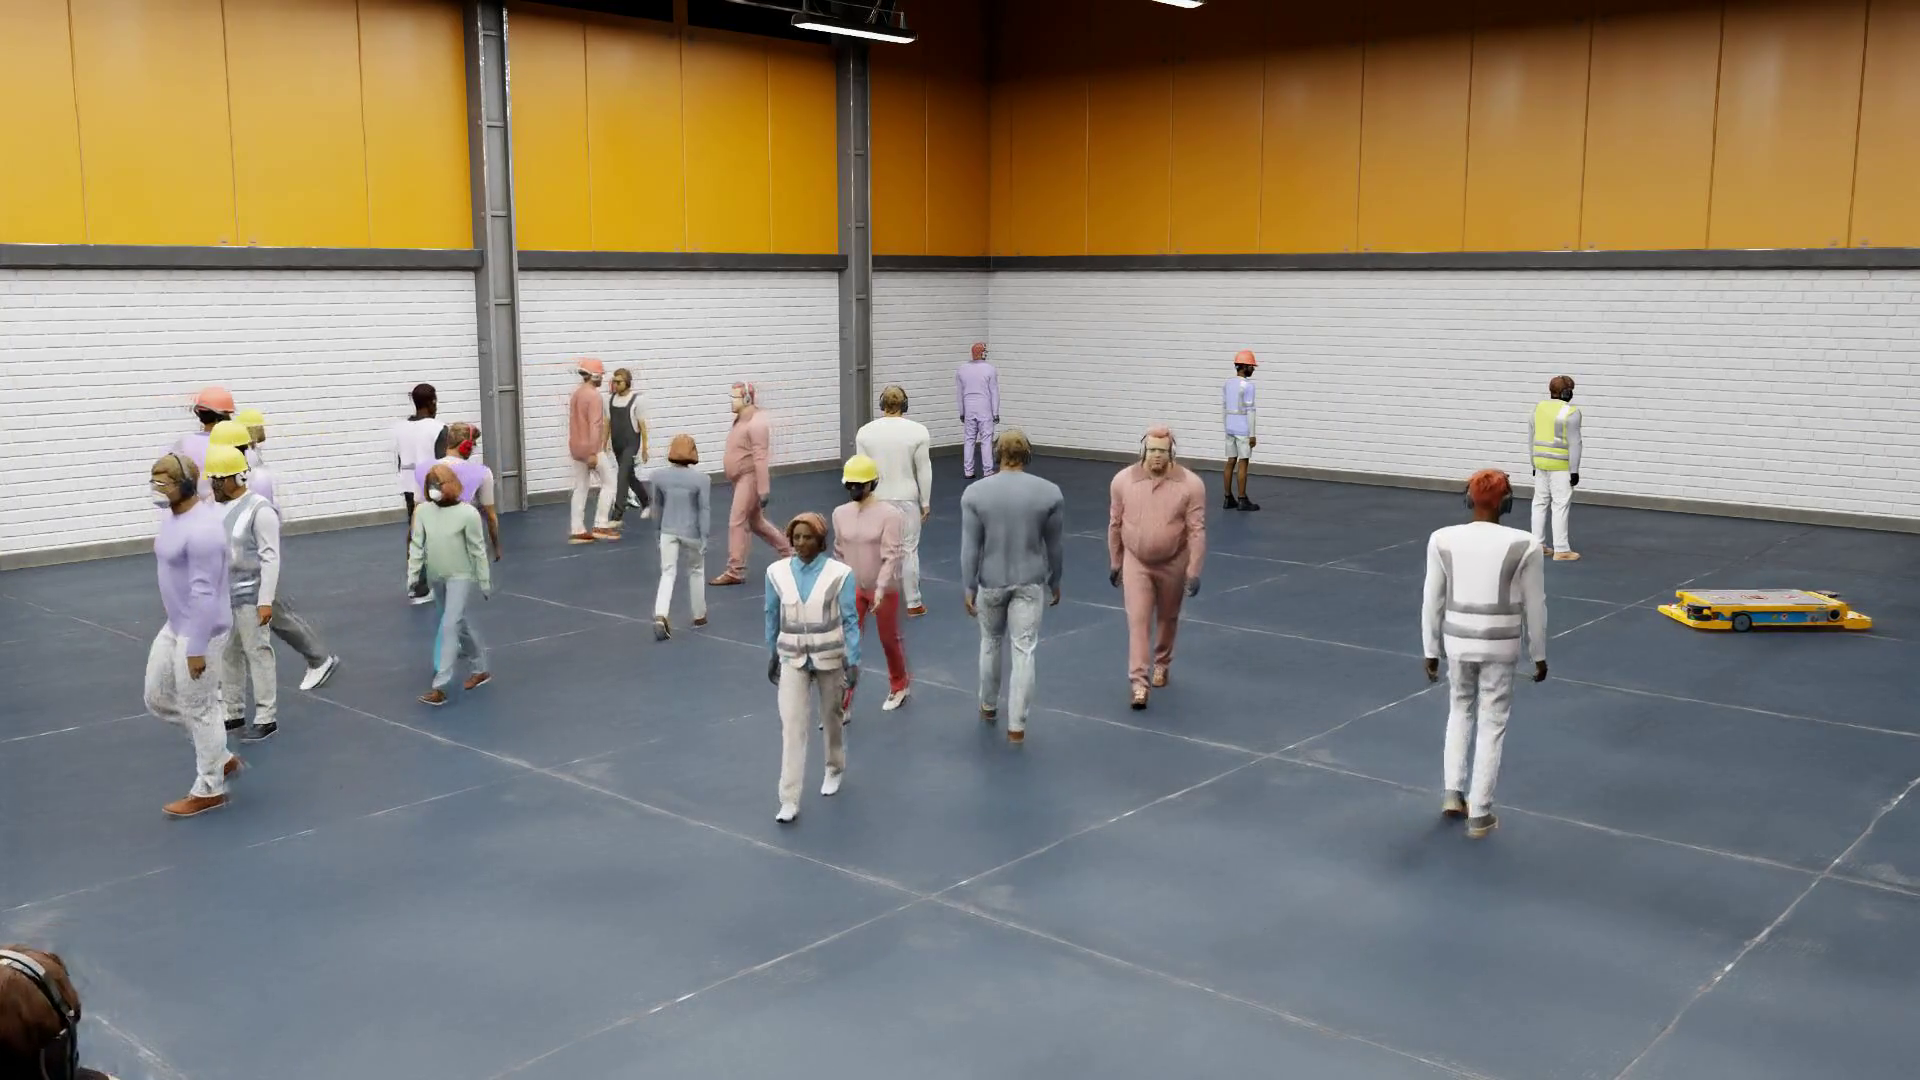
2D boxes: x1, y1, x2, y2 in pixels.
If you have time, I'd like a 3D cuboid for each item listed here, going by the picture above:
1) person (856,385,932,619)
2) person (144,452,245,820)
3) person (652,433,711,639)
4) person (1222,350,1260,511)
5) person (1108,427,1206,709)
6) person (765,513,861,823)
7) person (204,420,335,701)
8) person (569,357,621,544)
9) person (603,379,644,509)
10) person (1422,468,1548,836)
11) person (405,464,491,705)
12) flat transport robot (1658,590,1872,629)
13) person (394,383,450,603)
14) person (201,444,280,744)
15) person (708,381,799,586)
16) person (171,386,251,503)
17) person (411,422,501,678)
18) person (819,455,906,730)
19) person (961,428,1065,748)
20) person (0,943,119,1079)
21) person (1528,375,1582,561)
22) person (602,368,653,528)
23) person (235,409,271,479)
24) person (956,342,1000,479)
[{"bbox_3d":[-0.539,-0.310,13.721,0.627,1.941,0.372,2,9,10],"label":"person"},{"bbox_3d":[-4.010,0.499,8.655,0.420,1.928,0.659,-8,12,-40],"label":"person"},{"bbox_3d":[-2.205,-0.044,13.112,0.499,1.602,0.809,1,9,6],"label":"person"},{"bbox_3d":[3.396,-1.319,20.081,0.376,1.933,0.544,-5,10,-28],"label":"person"},{"bbox_3d":[1.312,0.155,11.120,0.651,1.847,1.055,1,9,8],"label":"person"},{"bbox_3d":[-0.783,0.645,8.800,0.533,1.588,0.853,1,9,8],"label":"person"},{"bbox_3d":[-4.703,0.126,11.153,0.587,1.892,0.896,7,11,37],"label":"person"},{"bbox_3d":[-3.894,-0.944,17.611,0.656,1.962,0.637,-8,12,-41],"label":"person"},{"bbox_3d":[-4.050,-1.161,20.028,0.532,1.621,0.412,4,10,26],"label":"person"},{"bbox_3d":[2.679,0.562,8.491,0.588,1.868,0.523,6,11,34],"label":"person"},{"bbox_3d":[-3.424,0.280,11.122,0.488,1.581,0.841,4,10,23],"label":"person"},{"bbox_3d":[6.515,0.558,13.493,1.431,0.197,0.652,0,9,-1],"label":"flat transport robot"},{"bbox_3d":[-4.584,-0.412,14.470,0.631,1.898,0.619,4,10,24],"label":"person"},{"bbox_3d":[-4.400,0.324,10.104,0.586,1.823,0.403,4,10,25],"label":"person"},{"bbox_3d":[-1.885,-0.531,15.305,0.871,1.882,0.657,-4,10,-21],"label":"person"},{"bbox_3d":[-5.425,-0.125,12.292,0.646,2.018,0.741,2,9,15],"label":"person"},{"bbox_3d":[-3.599,0.047,11.957,0.605,1.784,0.935,1,9,9],"label":"person"},{"bbox_3d":[-0.582,0.301,10.591,0.507,1.719,0.884,4,10,22],"label":"person"},{"bbox_3d":[0.327,0.263,10.243,0.638,1.896,0.952,0,9,1],"label":"person"},{"bbox_3d":[-1.480,1.498,2.745,0.637,1.820,0.677,1,9,6],"label":"person"},{"bbox_3d":[5.957,-0.722,16.613,0.430,1.845,0.624,-4,10,-25],"label":"person"},{"bbox_3d":[-3.776,-1.067,18.939,0.524,1.810,0.965,5,10,30],"label":"person"},{"bbox_3d":[-5.798,-0.210,13.703,0.288,1.746,0.487,-6,11,-33],"label":"person"},{"bbox_3d":[0.275,-1.780,23.056,0.638,1.910,0.407,5,10,27],"label":"person"}]
